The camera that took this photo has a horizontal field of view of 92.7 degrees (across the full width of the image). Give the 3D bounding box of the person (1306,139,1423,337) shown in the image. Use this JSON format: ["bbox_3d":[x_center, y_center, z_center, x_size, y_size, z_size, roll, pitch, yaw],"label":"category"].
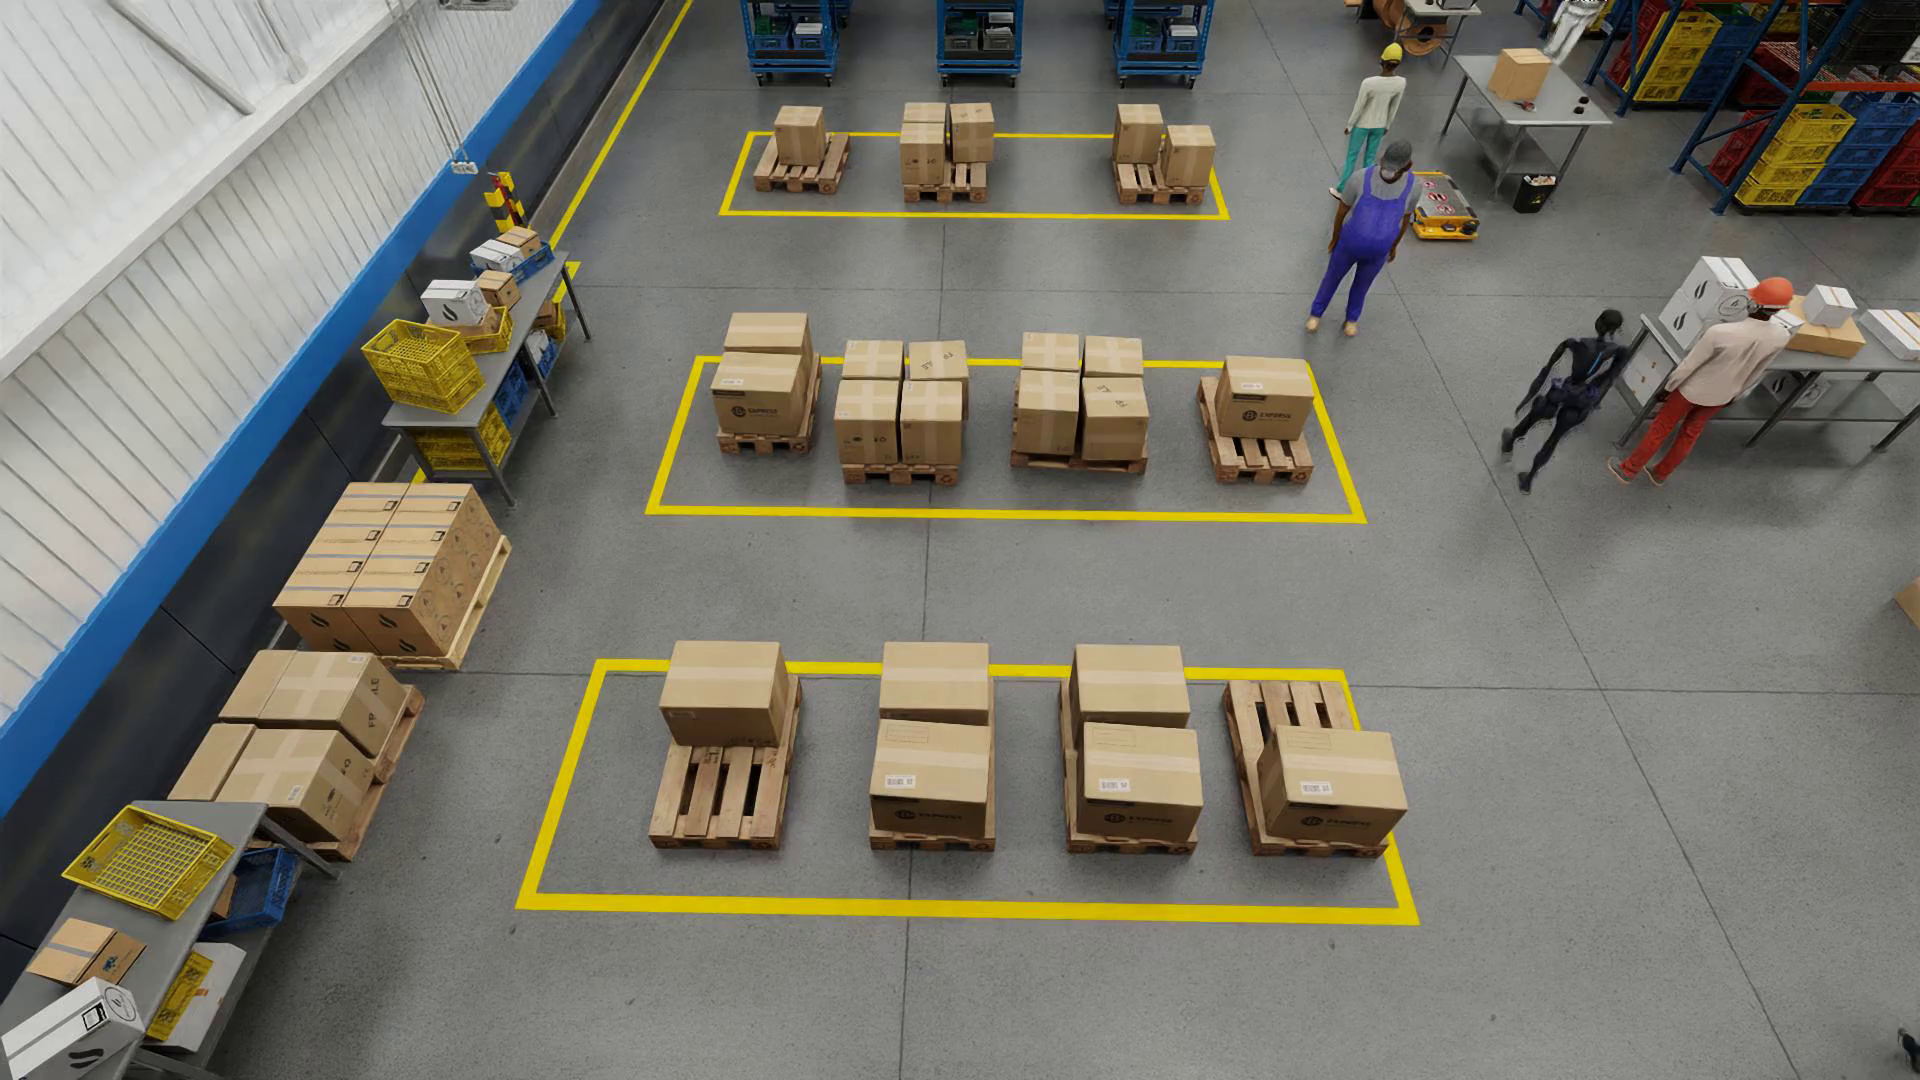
[{"bbox_3d":[3.925,-2.878,8.854,0.681,2.000,0.537,11,50,10],"label":"person"}]

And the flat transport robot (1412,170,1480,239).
[{"bbox_3d":[5.692,-4.094,11.059,0.652,0.197,1.431,1,49,1],"label":"flat transport robot"}]

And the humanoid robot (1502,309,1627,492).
[{"bbox_3d":[5.024,-1.209,7.668,0.584,1.625,0.750,15,51,13],"label":"humanoid robot"}]

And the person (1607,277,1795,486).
[{"bbox_3d":[6.060,-1.240,7.475,0.617,1.987,0.402,3,49,3],"label":"person"}]

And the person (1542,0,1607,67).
[{"bbox_3d":[8.560,-7.262,12.761,0.620,1.861,0.537,6,49,5],"label":"person"}]

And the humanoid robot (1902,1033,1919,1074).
[{"bbox_3d":[5.283,2.554,4.392,0.625,1.639,0.462,-26,54,-21],"label":"humanoid robot"}]

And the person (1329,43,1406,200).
[{"bbox_3d":[4.802,-4.881,10.767,0.533,1.767,0.316,-3,49,-3],"label":"person"}]
